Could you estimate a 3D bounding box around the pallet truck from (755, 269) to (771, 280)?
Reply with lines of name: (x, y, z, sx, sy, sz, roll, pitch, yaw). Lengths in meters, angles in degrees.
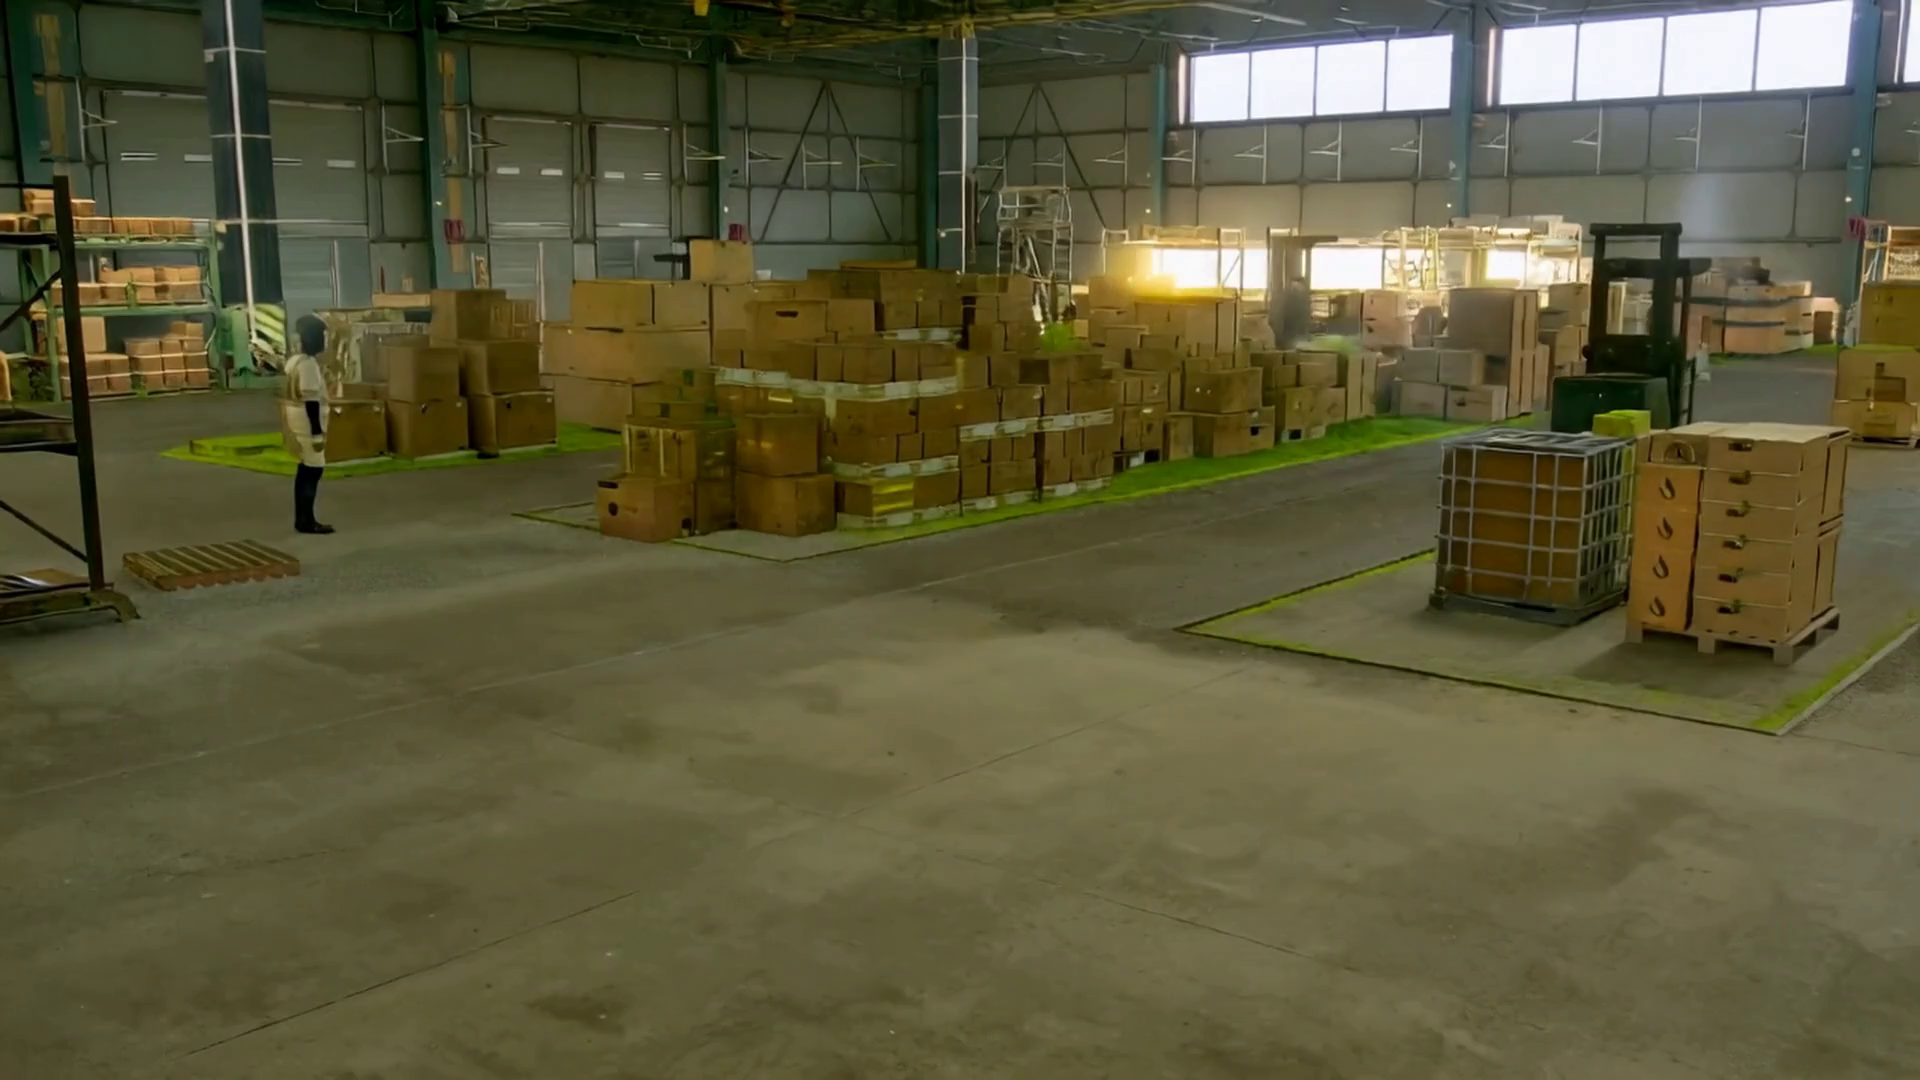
pallet truck: (-4.996, -6.432, 45.525, 1.885, 1.965, 0.823, -6, 12, -32)

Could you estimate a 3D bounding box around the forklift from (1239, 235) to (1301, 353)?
forklift: (7.021, -5.217, 36.096, 1.873, 2.768, 1.129, 7, 12, 36)

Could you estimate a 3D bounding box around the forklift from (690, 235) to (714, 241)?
forklift: (-5.724, -5.367, 36.947, 1.873, 2.768, 1.129, -3, 10, -18)

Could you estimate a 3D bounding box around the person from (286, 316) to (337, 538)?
person: (-5.752, -0.998, 14.730, 0.376, 1.955, 0.607, -7, 12, -34)

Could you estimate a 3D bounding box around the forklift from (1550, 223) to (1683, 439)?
forklift: (7.683, -2.238, 19.135, 1.129, 2.768, 1.873, 8, 13, 40)
